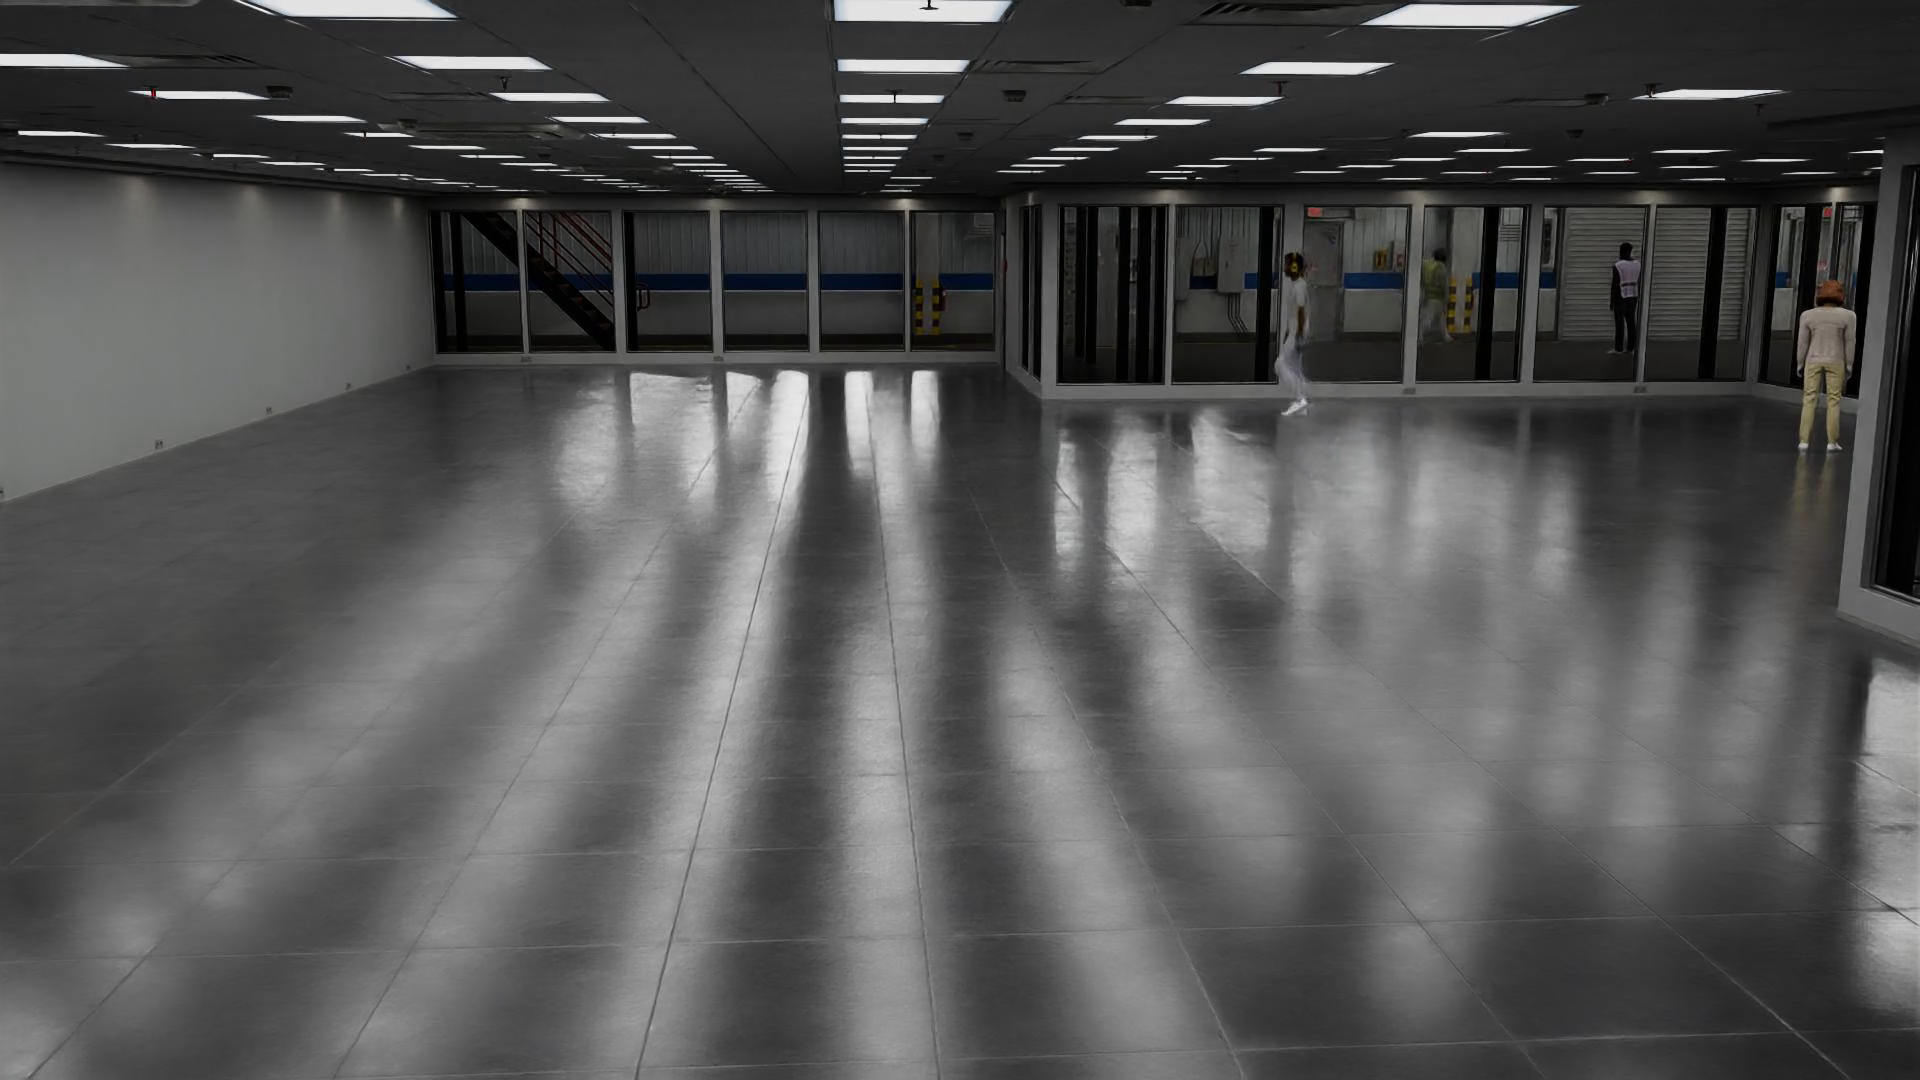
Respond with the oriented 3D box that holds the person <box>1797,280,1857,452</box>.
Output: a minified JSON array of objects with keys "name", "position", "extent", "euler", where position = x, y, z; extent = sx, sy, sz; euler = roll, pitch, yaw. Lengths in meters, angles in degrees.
[{"name":"person","position":[8.242,-1.654,15.848],"extent":[0.497,1.632,0.289],"euler":[7,13,33]}]

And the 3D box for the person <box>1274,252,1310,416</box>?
[{"name":"person","position":[3.774,-2.310,18.794],"extent":[0.431,1.855,0.501],"euler":[3,11,15]}]
